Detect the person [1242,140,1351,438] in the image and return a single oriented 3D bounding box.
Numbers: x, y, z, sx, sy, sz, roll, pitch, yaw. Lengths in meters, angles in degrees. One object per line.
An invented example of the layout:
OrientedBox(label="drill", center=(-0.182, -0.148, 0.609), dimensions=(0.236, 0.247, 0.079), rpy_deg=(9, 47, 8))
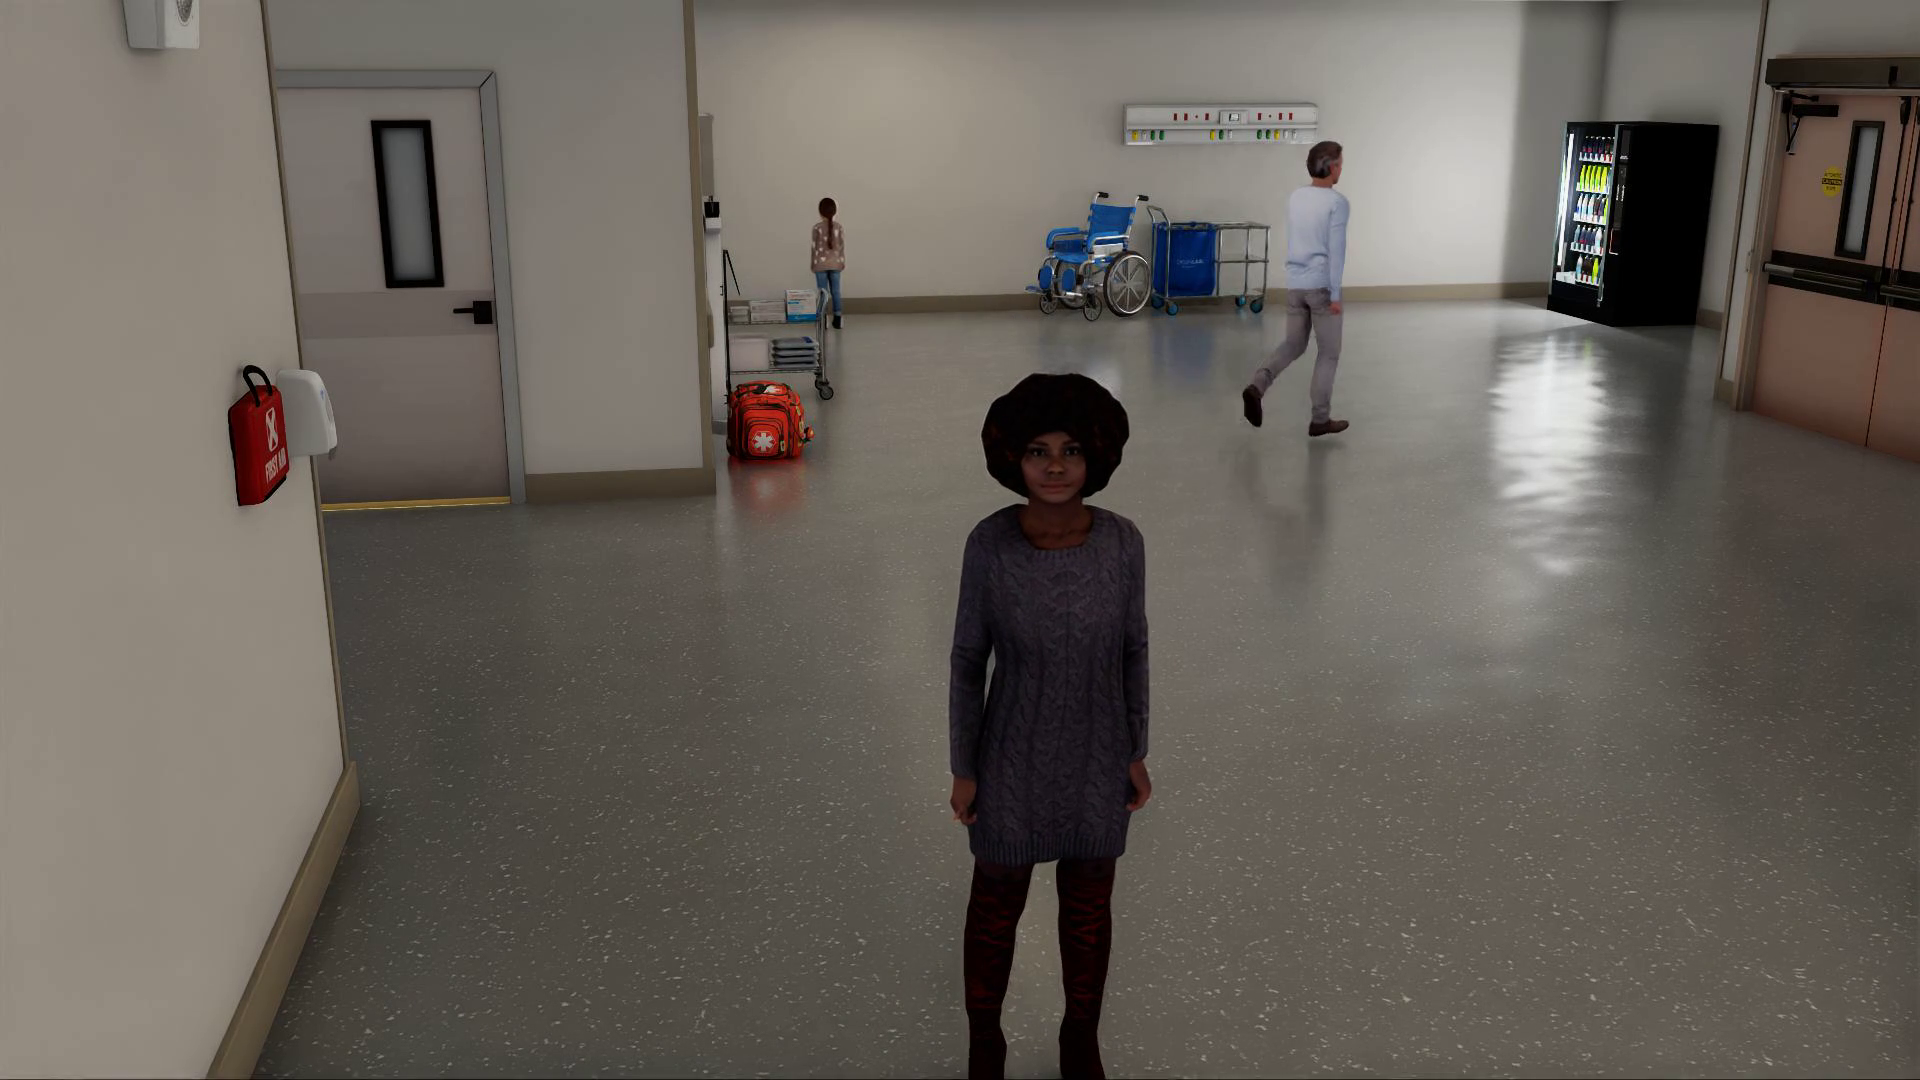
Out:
OrientedBox(label="person", center=(2.177, -1.567, 10.583), dimensions=(0.993, 1.873, 1.072), rpy_deg=(-11, 19, -34))

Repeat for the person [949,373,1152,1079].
OrientedBox(label="person", center=(0.196, 0.483, 3.613), dimensions=(0.598, 1.710, 0.515), rpy_deg=(-2, 16, -6))

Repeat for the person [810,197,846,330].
OrientedBox(label="person", center=(-1.222, -2.549, 15.316), dimensions=(0.503, 1.195, 0.506), rpy_deg=(-6, 17, -20))
